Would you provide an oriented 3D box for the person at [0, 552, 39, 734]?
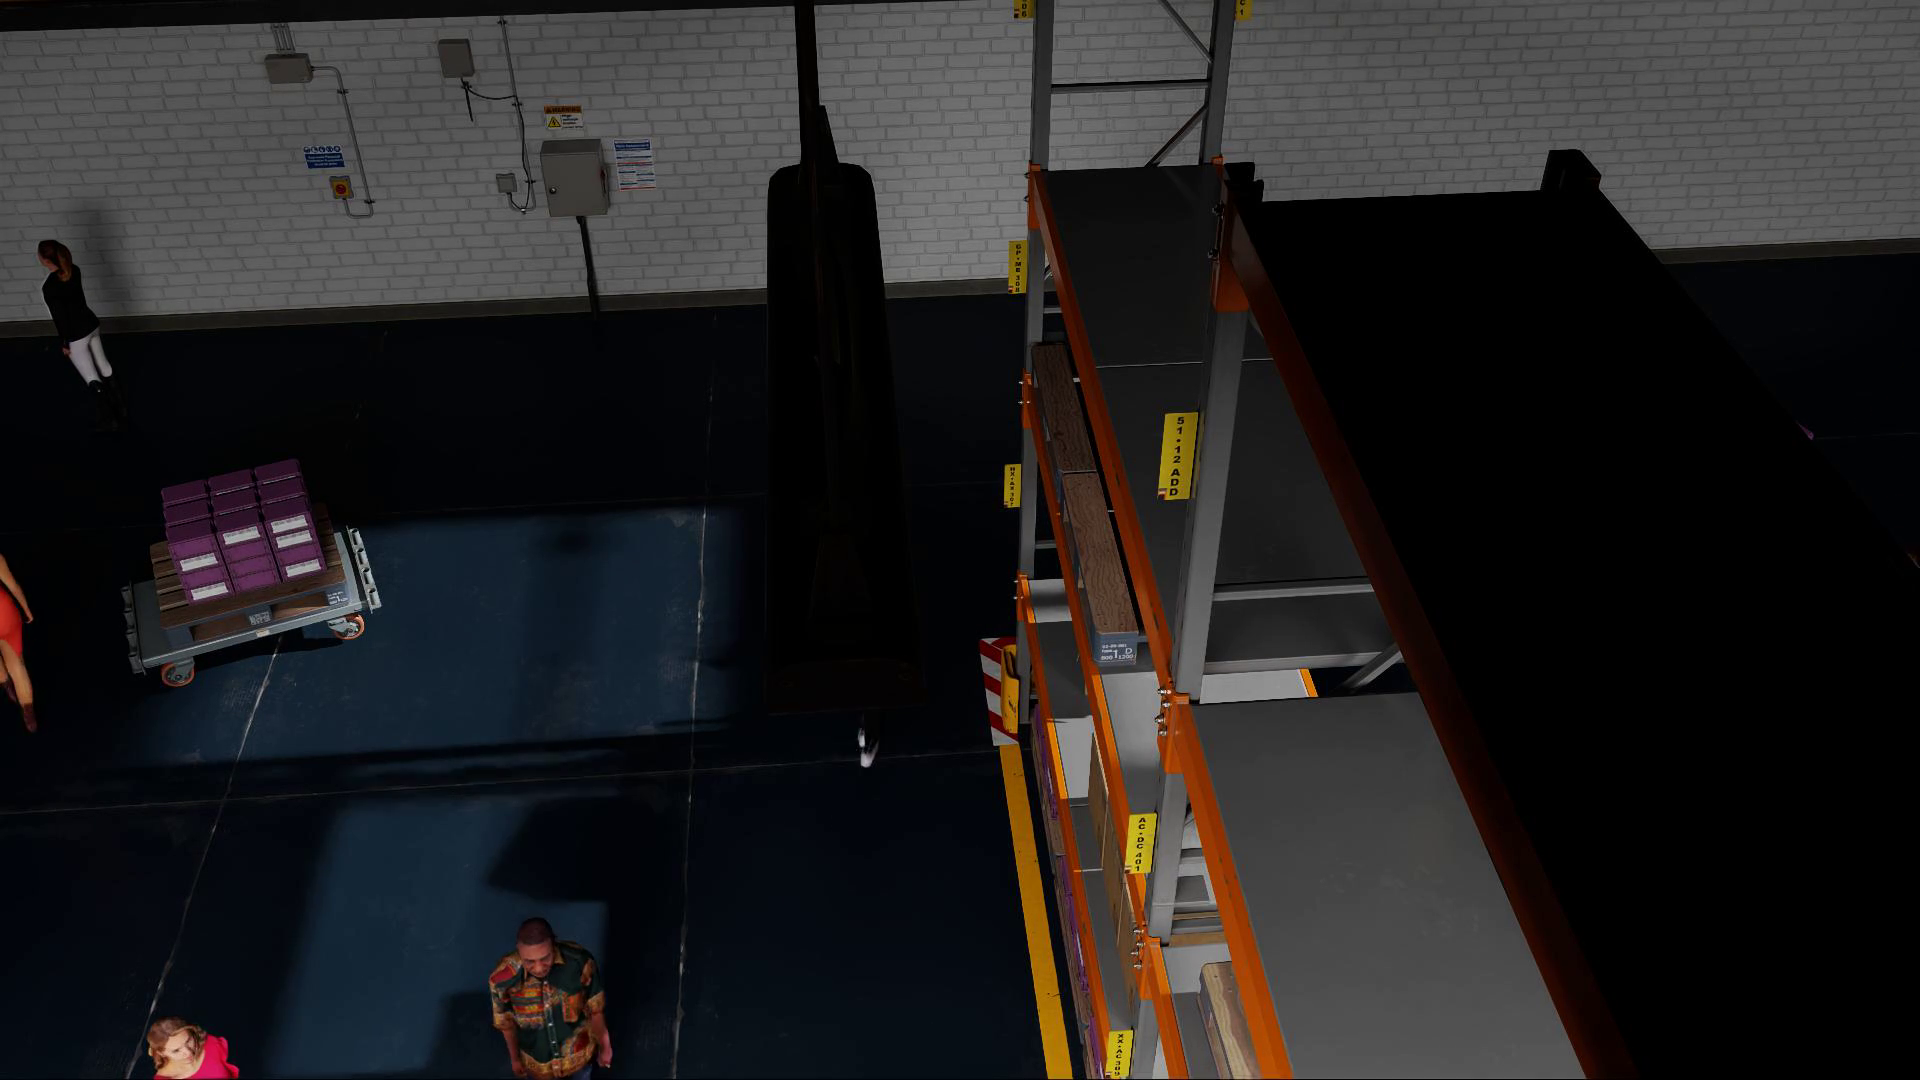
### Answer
[{"bbox_3d":[-6.240,0.586,10.756,0.804,1.699,0.934,-20,43,-24],"label":"person"}]

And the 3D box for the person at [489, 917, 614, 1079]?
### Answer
[{"bbox_3d":[-2.027,2.444,8.347,0.768,1.800,0.754,-11,40,-14],"label":"person"}]

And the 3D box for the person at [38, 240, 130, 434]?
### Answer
[{"bbox_3d":[-7.167,-1.668,13.554,0.654,1.729,0.539,3,39,4],"label":"person"}]

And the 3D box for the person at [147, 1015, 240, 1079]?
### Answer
[{"bbox_3d":[-3.559,2.819,7.936,0.727,1.728,0.633,17,42,20],"label":"person"}]
